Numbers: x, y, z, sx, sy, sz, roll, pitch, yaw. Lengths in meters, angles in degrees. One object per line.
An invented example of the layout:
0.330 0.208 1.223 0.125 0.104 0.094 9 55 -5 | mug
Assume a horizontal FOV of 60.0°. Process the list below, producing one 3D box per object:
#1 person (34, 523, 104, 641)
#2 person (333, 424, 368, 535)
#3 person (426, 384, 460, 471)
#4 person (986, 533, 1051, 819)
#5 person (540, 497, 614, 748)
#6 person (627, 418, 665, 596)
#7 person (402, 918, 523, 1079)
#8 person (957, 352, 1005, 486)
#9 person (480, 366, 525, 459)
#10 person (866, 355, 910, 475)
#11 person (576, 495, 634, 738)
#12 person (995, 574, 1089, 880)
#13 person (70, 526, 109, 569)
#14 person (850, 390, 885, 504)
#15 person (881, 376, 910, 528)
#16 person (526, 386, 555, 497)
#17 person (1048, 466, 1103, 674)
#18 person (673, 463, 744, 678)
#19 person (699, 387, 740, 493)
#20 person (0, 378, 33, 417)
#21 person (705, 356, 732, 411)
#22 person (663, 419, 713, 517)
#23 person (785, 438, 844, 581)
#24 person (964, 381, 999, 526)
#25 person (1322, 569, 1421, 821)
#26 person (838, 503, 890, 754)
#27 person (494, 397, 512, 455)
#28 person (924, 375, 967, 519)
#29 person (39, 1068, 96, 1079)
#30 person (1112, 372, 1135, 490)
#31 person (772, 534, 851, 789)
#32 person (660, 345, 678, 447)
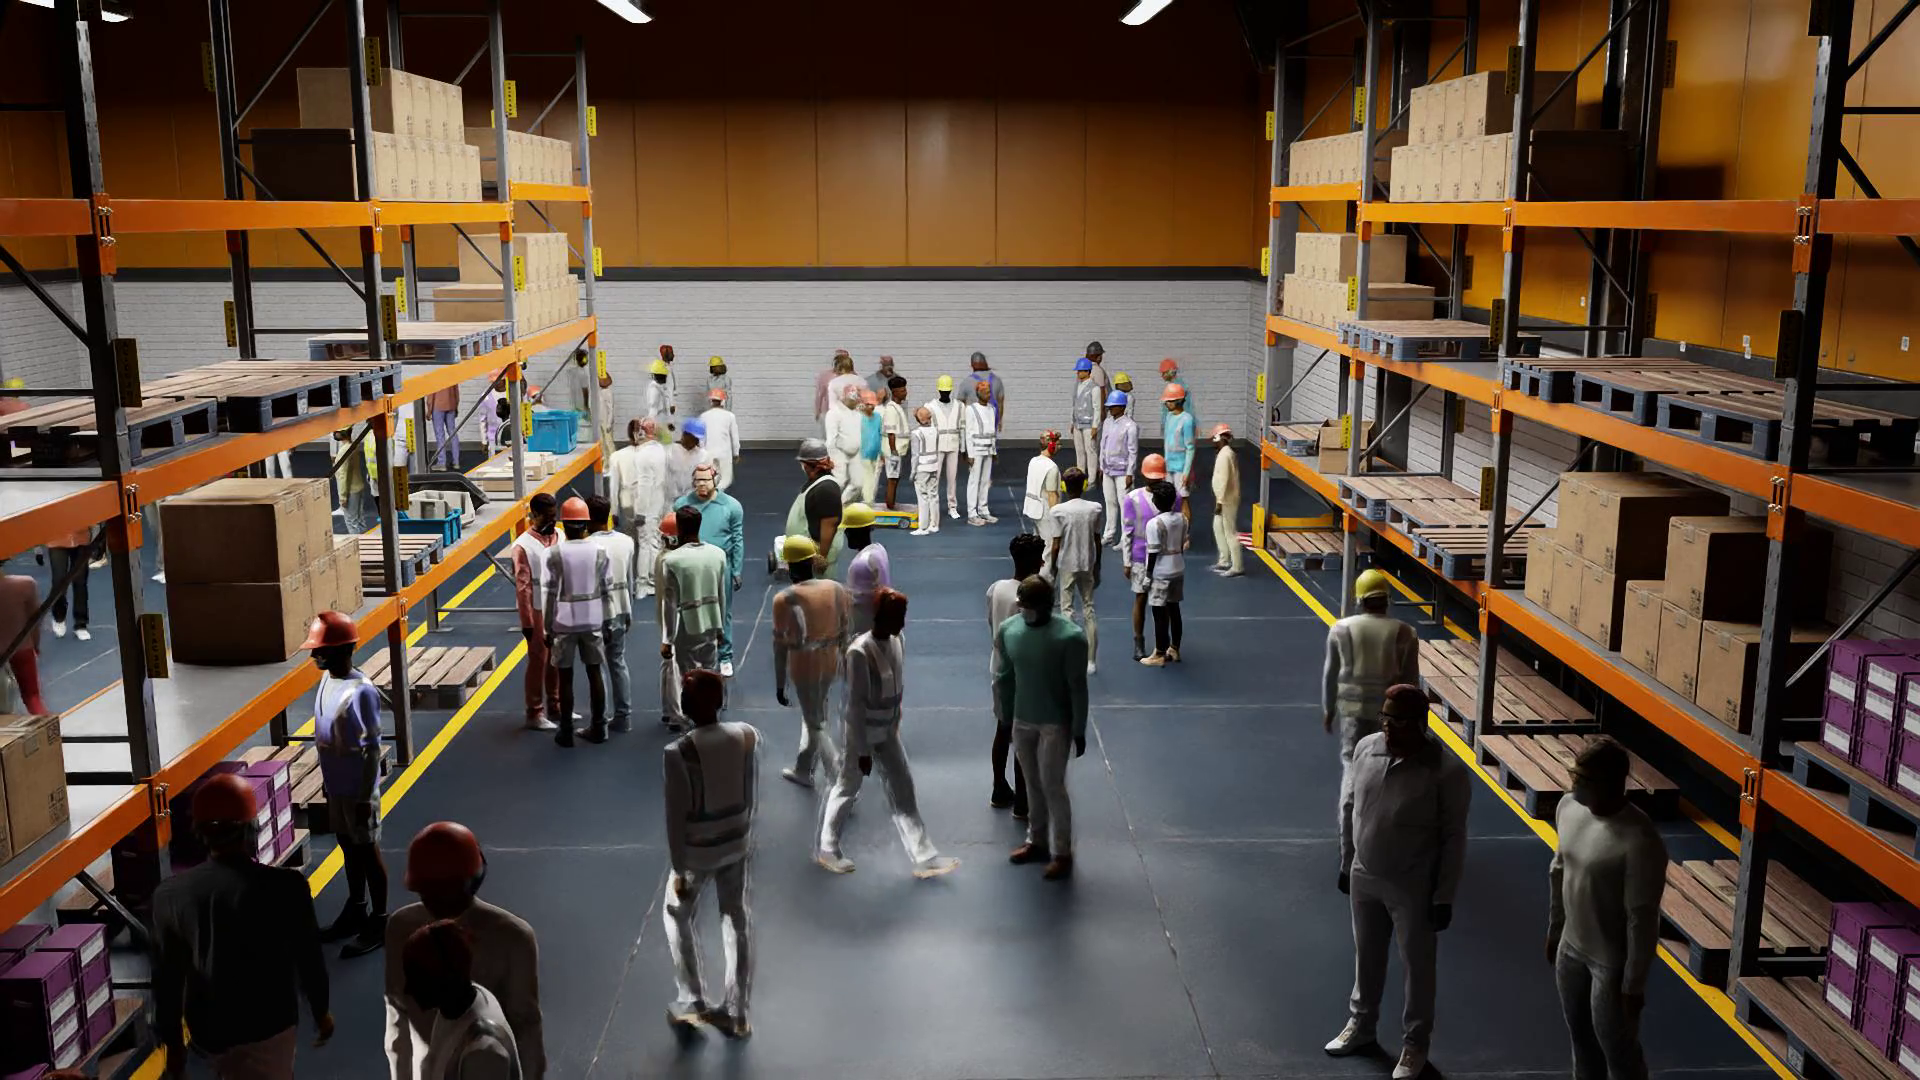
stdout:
-8.494 0.023 15.852 0.585 1.912 0.409 -10 15 -42 | person
-7.023 -0.549 19.104 0.339 1.761 0.524 -1 11 -3 | person
-8.176 -2.094 26.246 0.390 1.992 0.624 7 13 33 | person
0.413 0.913 11.280 0.372 1.958 0.599 -8 14 -36 | person
-2.936 0.629 12.769 0.552 1.927 0.391 -5 12 -24 | person
-3.350 -0.358 17.766 0.408 1.906 0.653 1 11 6 | person
-1.589 2.115 5.481 0.387 1.872 0.596 -6 13 -26 | person
0.275 -1.855 24.934 0.697 2.000 1.051 -5 12 -25 | person
-6.174 -1.363 22.483 0.609 2.034 0.404 -1 11 -3 | person
-1.129 -1.899 25.542 0.686 1.886 0.403 -5 12 -24 | person
-2.764 0.596 12.989 0.396 1.908 0.600 7 13 31 | person
0.510 1.132 10.287 0.643 1.922 0.436 7 13 33 | person
-10.036 -0.507 19.042 0.540 1.694 0.318 6 13 27 | person
-1.306 -1.165 22.291 0.699 1.725 0.574 9 14 37 | person
-0.835 -1.154 21.605 0.369 1.967 0.601 1 11 5 | person
-5.793 -1.257 22.782 0.556 1.701 0.814 -5 12 -23 | person
1.015 0.278 14.688 0.517 1.865 0.328 -4 12 -18 | person
-2.224 0.268 14.622 0.639 1.910 0.407 0 11 1 | person
-3.263 -1.181 22.325 0.573 1.730 0.615 5 13 26 | person
-13.405 -1.434 23.628 0.525 1.733 0.904 0 11 2 | person
-3.915 -2.098 26.900 0.484 1.744 0.294 6 13 26 | person
-2.983 -0.367 17.871 0.676 1.880 0.890 -4 12 -17 | person
-1.337 0.062 15.323 0.536 2.000 0.682 -2 11 -9 | person
0.289 -1.139 21.739 0.353 1.883 0.573 9 14 38 | person
2.663 1.101 10.779 0.632 1.788 0.881 2 12 12 | person
-0.714 0.666 12.620 0.414 1.917 0.584 2 11 11 | person
-5.850 -0.999 21.503 0.318 1.700 0.536 -5 12 -23 | person
-0.196 -1.228 22.079 0.595 1.923 0.372 -3 12 -14 | person
-2.340 2.311 4.443 0.575 1.882 0.360 1 11 4 | person
2.385 -1.594 24.411 0.324 1.731 0.491 -4 12 -19 | person
-0.991 0.900 11.552 0.601 1.880 0.933 -10 15 -40 | person
-4.818 -2.270 27.406 0.344 1.882 0.584 -5 12 -25 | person
